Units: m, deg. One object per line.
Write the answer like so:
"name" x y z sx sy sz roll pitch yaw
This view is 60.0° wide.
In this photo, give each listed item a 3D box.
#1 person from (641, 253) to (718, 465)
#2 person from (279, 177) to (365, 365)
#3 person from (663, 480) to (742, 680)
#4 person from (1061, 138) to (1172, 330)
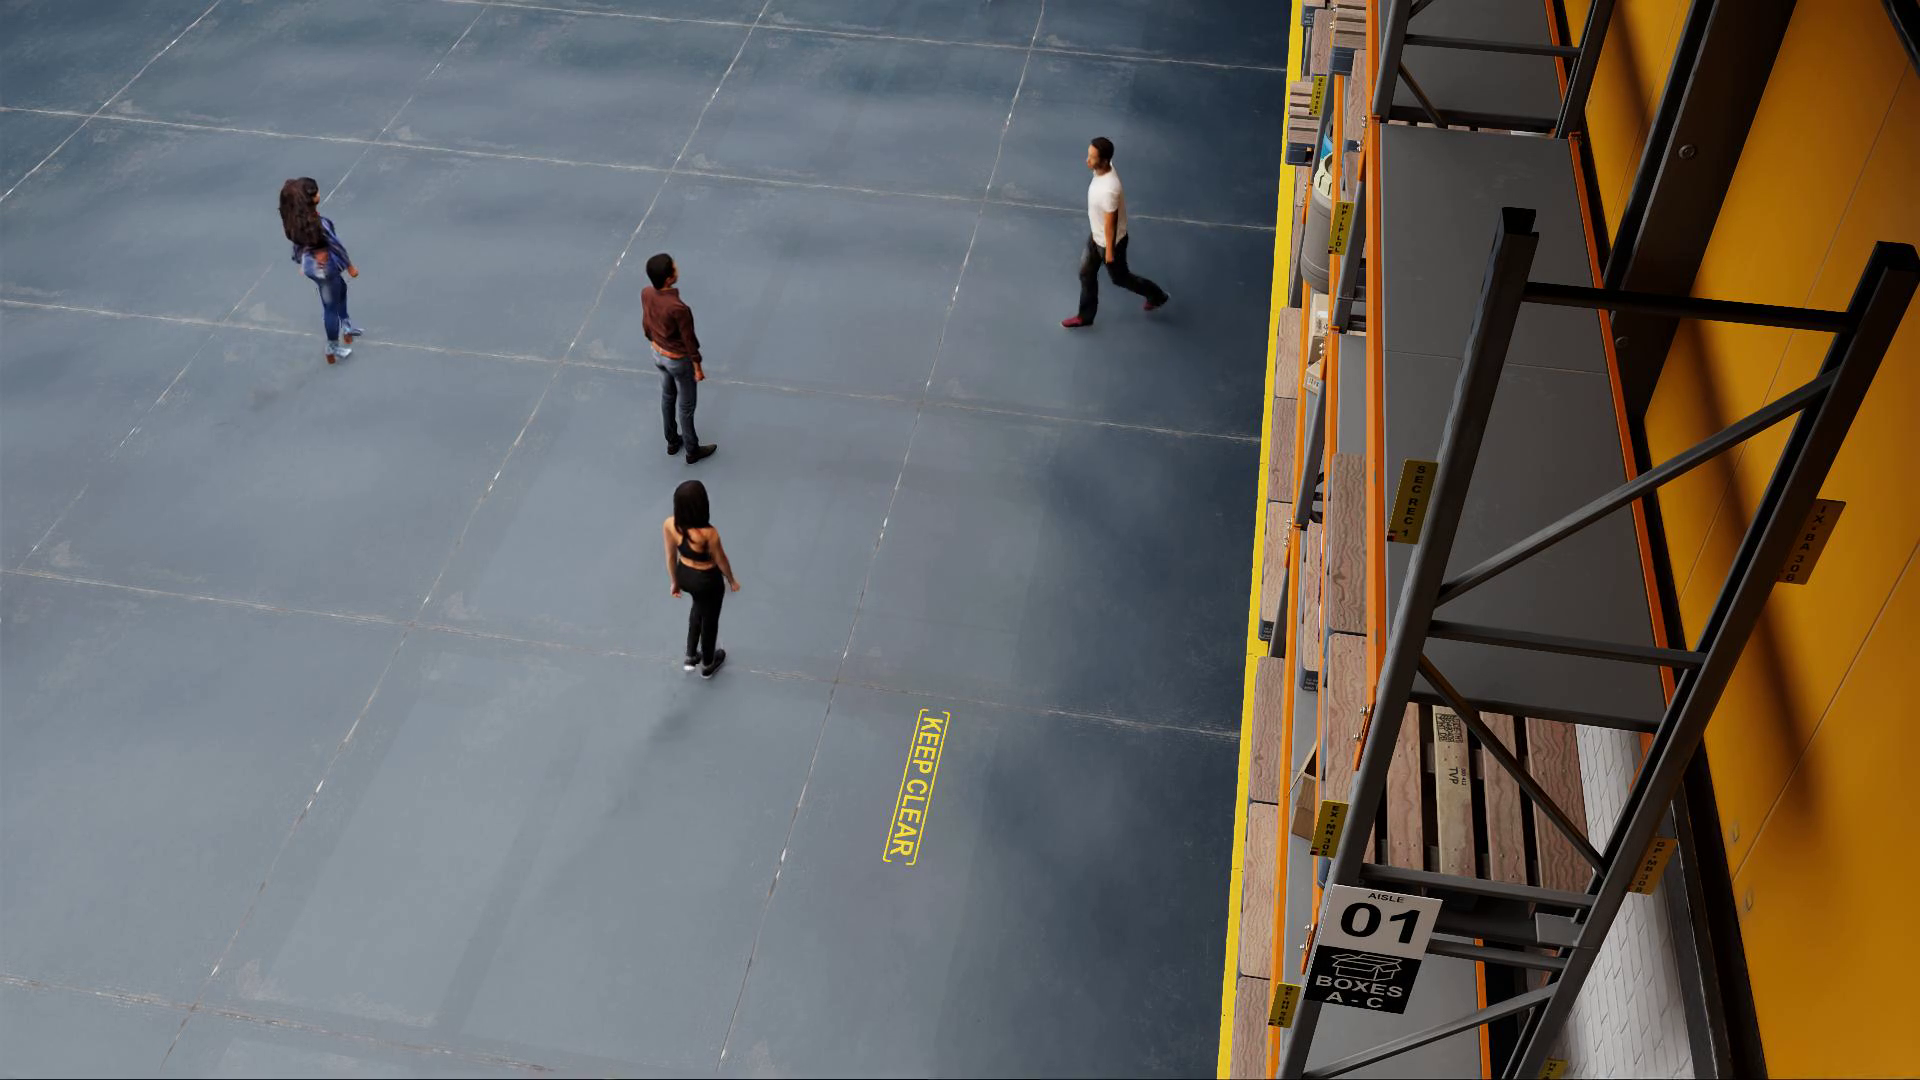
"person" -2.097 -1.329 12.169 0.723 1.780 0.694 28 50 26
"person" -5.073 -2.080 13.084 0.759 1.607 0.810 29 51 27
"person" -1.684 0.313 10.553 0.627 1.632 0.679 17 46 17
"person" 1.295 -2.447 13.374 1.031 1.748 1.180 -9 44 -10
